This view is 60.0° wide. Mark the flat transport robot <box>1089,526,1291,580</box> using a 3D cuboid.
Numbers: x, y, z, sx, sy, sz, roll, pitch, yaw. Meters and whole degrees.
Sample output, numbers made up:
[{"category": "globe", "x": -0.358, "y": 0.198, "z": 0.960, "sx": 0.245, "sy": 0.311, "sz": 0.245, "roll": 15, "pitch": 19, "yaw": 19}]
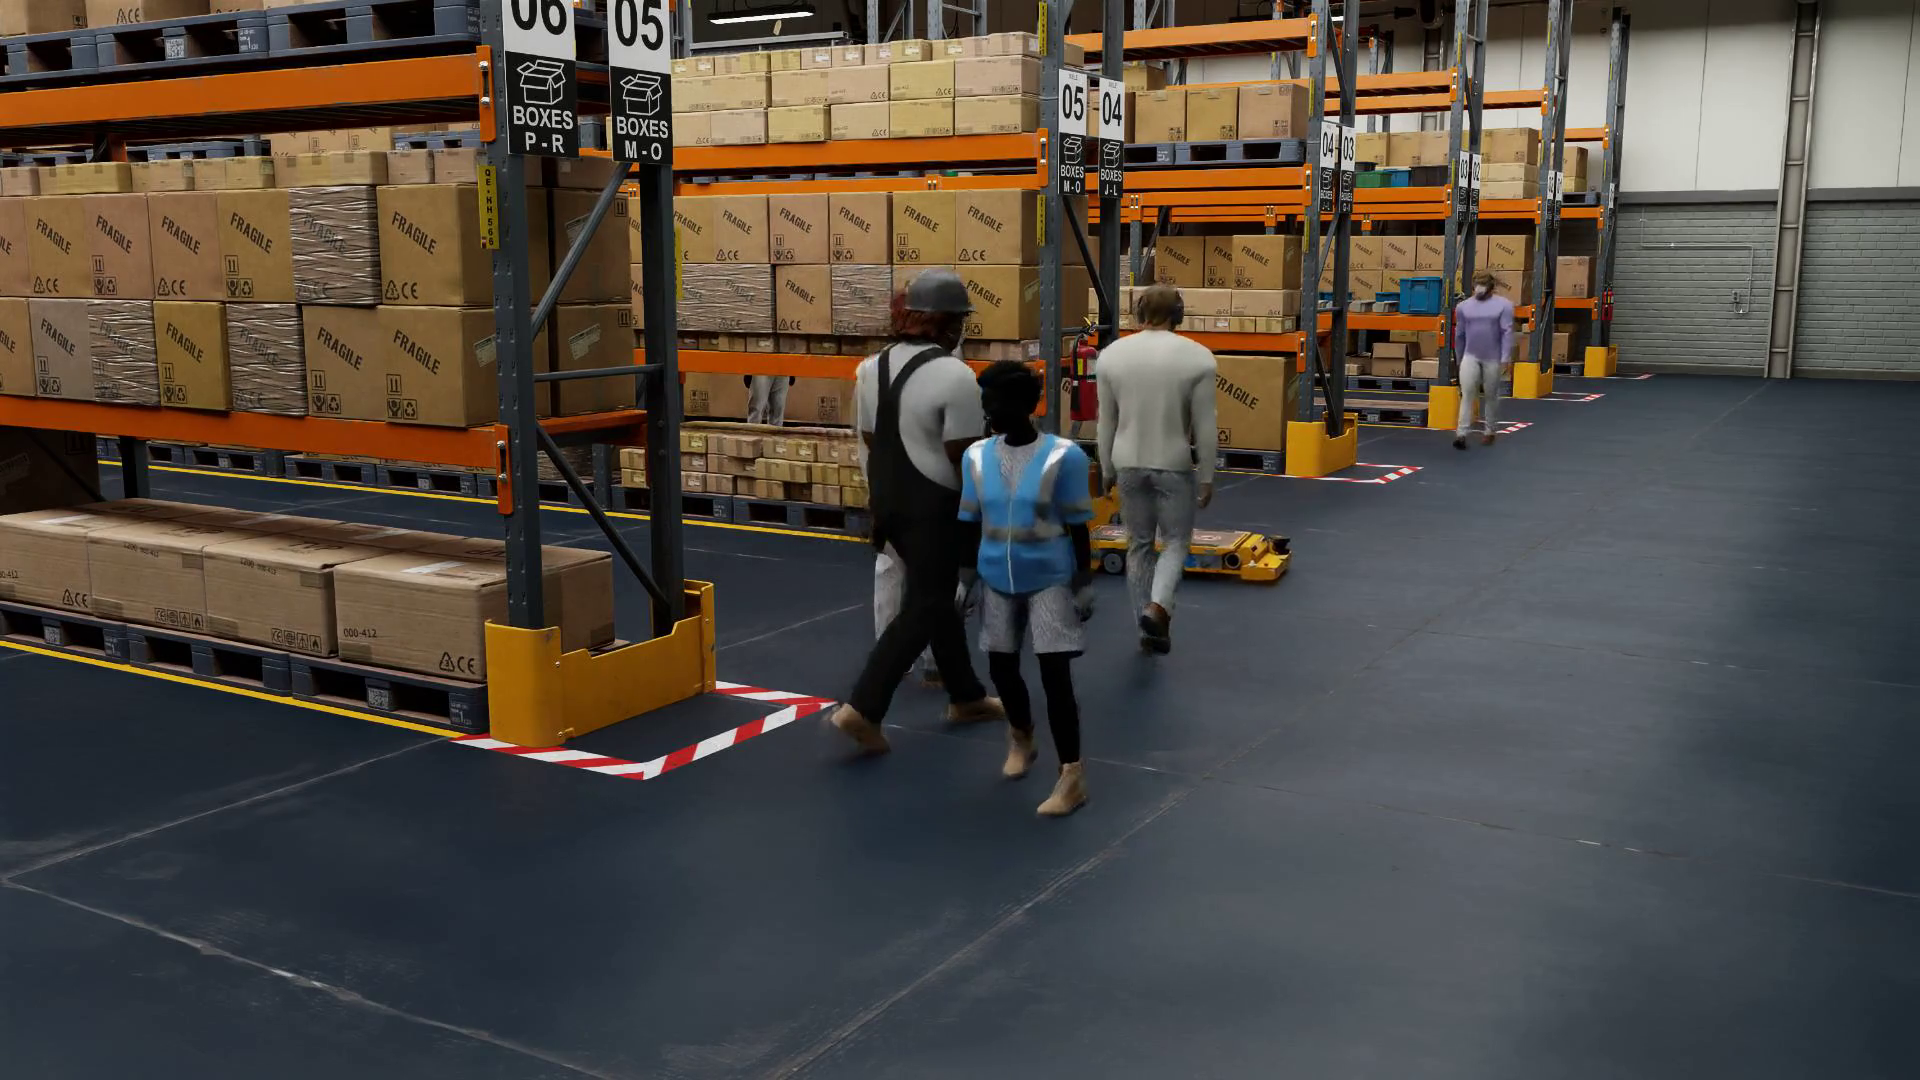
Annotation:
[{"category": "flat transport robot", "x": 1.381, "y": 0.066, "z": 10.771, "sx": 1.431, "sy": 0.197, "sz": 0.652, "roll": 3, "pitch": 10, "yaw": 19}]

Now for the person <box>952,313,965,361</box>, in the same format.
[{"category": "person", "x": -0.076, "y": -0.844, "z": 11.467, "sx": 0.333, "sy": 1.860, "sz": 0.510, "roll": 2, "pitch": 10, "yaw": 13}]

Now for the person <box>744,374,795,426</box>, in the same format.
[{"category": "person", "x": -1.856, "y": -1.649, "z": 16.219, "sx": 0.429, "sy": 1.841, "sz": 0.634, "roll": 9, "pitch": 14, "yaw": 44}]

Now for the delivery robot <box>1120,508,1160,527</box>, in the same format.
[{"category": "delivery robot", "x": 1.315, "y": -0.250, "z": 11.519, "sx": 0.477, "sy": 0.478, "sz": 0.707, "roll": 2, "pitch": 10, "yaw": 12}]

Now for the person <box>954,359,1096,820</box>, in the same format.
[{"category": "person", "x": 0.261, "y": 0.152, "z": 6.239, "sx": 0.569, "sy": 1.658, "sz": 0.559, "roll": 5, "pitch": 11, "yaw": 28}]

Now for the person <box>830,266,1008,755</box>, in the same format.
[{"category": "person", "x": -0.165, "y": -0.155, "z": 6.893, "sx": 0.984, "sy": 2.000, "sz": 0.689, "roll": -7, "pitch": 12, "yaw": -34}]

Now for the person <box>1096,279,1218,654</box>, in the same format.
[{"category": "person", "x": 0.967, "y": -0.340, "z": 8.346, "sx": 0.632, "sy": 1.920, "sz": 0.563, "roll": 3, "pitch": 10, "yaw": 18}]

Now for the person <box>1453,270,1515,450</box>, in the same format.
[{"category": "person", "x": 5.503, "y": -1.899, "z": 17.562, "sx": 0.633, "sy": 1.885, "sz": 1.025, "roll": 5, "pitch": 11, "yaw": 27}]

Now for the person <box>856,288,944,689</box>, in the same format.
[{"category": "person", "x": -0.213, "y": -0.238, "z": 7.842, "sx": 0.576, "sy": 1.882, "sz": 0.355, "roll": 5, "pitch": 11, "yaw": 28}]
